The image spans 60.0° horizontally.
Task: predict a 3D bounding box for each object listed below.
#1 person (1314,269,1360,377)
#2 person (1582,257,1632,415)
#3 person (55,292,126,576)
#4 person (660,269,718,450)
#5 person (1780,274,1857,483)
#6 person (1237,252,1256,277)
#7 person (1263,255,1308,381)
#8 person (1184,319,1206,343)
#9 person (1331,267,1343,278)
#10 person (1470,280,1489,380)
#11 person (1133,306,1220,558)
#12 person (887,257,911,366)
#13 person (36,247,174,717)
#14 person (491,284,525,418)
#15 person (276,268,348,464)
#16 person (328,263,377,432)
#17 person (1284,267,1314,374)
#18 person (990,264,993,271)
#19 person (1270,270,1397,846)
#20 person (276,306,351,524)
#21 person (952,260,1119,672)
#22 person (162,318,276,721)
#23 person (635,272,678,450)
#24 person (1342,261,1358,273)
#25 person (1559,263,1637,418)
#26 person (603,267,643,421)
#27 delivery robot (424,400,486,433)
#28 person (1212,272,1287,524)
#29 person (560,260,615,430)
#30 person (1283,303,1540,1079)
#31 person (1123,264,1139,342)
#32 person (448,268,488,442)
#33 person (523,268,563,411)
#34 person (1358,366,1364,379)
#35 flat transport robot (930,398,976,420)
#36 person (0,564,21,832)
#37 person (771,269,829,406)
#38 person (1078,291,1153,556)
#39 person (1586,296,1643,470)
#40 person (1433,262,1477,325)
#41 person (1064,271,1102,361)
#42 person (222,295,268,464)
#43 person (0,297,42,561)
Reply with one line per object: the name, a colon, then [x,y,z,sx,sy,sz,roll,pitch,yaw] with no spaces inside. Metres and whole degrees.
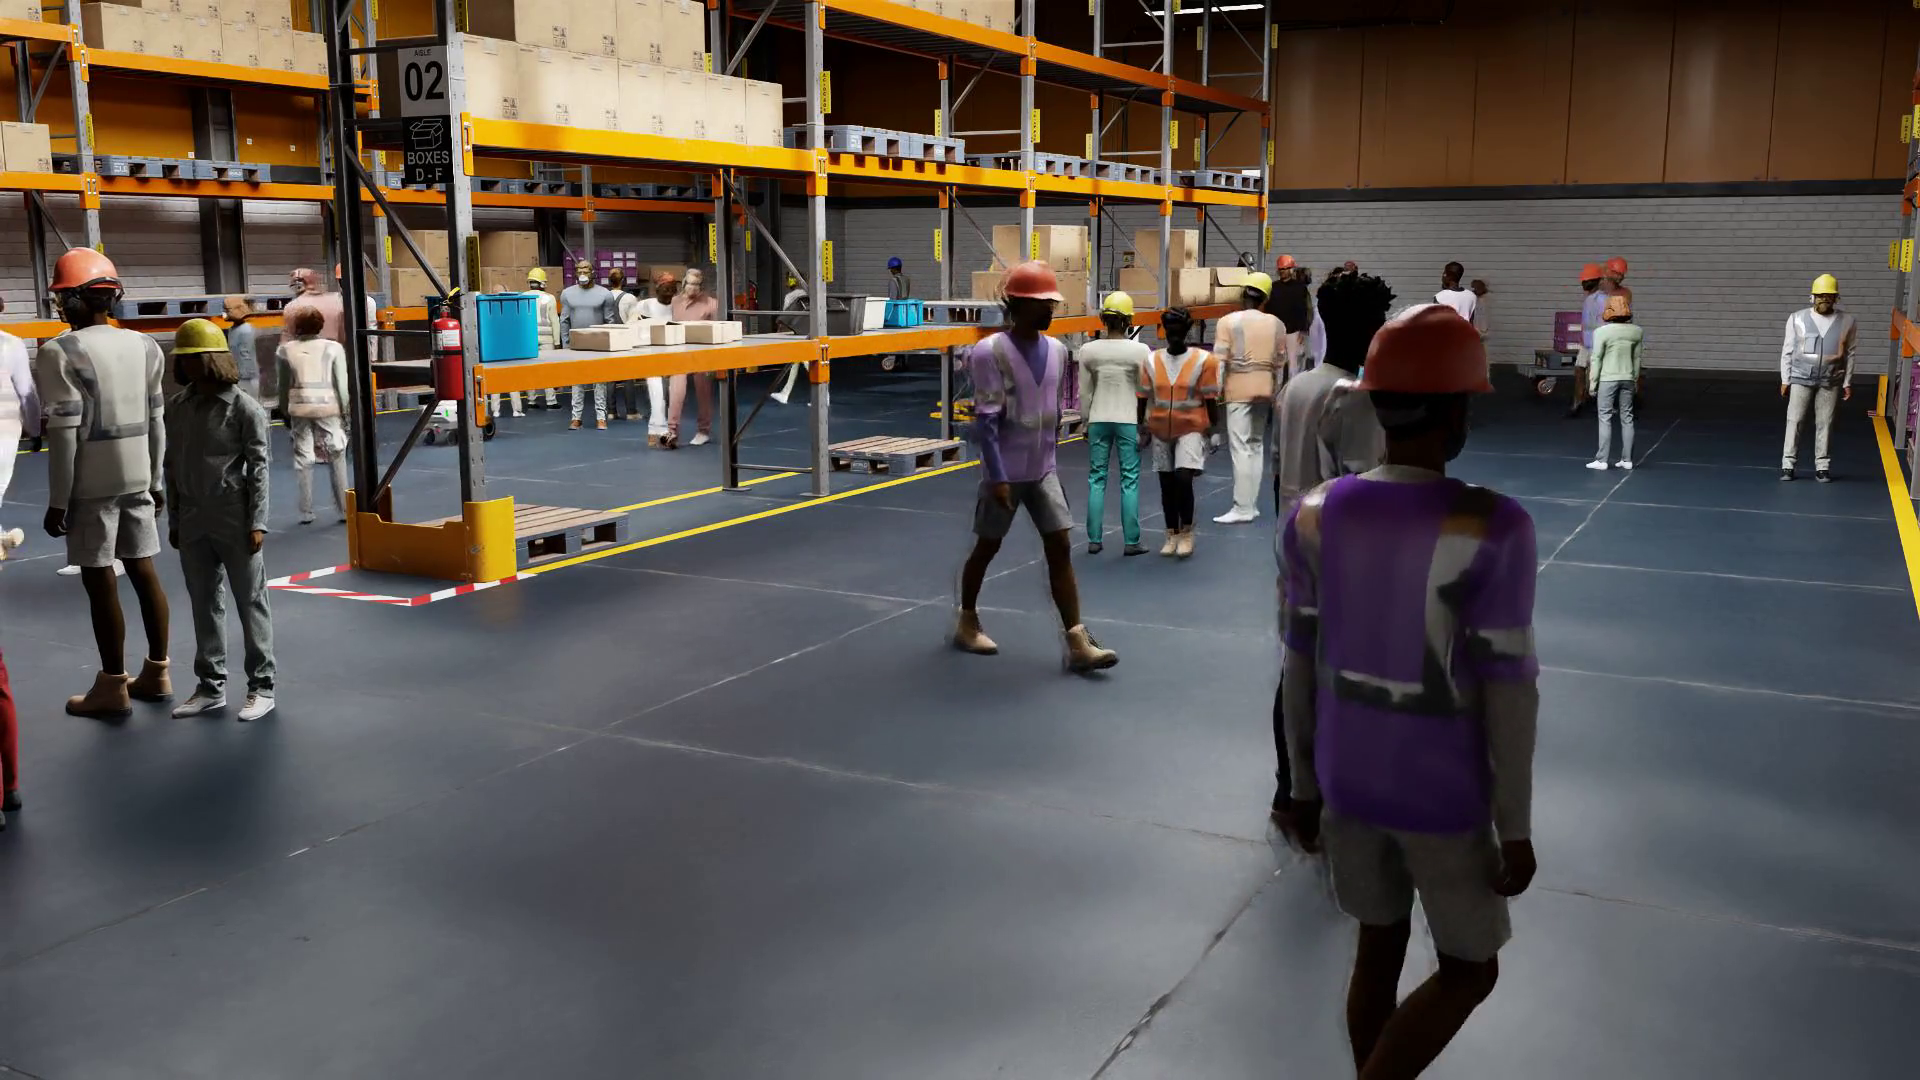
person: [3.323,-1.435,14.668,1.050,1.891,0.637,-2,10,-11]
person: [8.112,-2.573,20.967,0.630,1.972,0.661,-1,10,-8]
person: [-5.440,-0.685,10.365,0.531,1.860,0.318,4,11,23]
person: [-2.790,-1.859,17.193,0.663,1.845,1.011,2,10,12]
person: [7.572,-1.421,14.699,0.588,1.835,0.403,4,10,20]
person: [4.620,-3.627,26.874,0.536,2.000,0.682,9,13,43]
person: [4.378,-2.845,22.479,0.612,1.995,0.382,5,11,28]
person: [3.742,-3.586,27.087,0.584,1.883,0.337,-4,10,-20]
person: [5.651,-3.208,25.115,0.503,1.824,0.993,-3,10,-17]
person: [7.853,-3.168,25.471,0.663,1.612,0.520,1,10,7]
person: [1.420,-0.697,10.942,0.571,1.667,0.454,5,11,25]
person: [-1.116,-4.096,29.883,0.401,1.939,0.604,5,11,26]
person: [-3.760,-0.247,7.296,0.373,2.043,0.615,3,10,19]
person: [-5.606,-2.306,20.386,0.515,1.639,0.314,0,10,-1]
person: [-6.203,-1.663,15.978,0.426,1.878,0.681,5,11,28]
person: [-6.359,-1.935,17.374,0.542,1.939,0.368,-3,10,-19]
person: [5.109,-3.269,25.460,0.625,1.819,0.628,4,10,20]
person: [0.502,-2.566,21.096,0.587,1.919,0.404,8,13,39]
person: [1.284,0.062,5.738,0.374,1.963,0.608,-3,10,-16]
person: [-4.811,-0.927,12.414,0.538,1.634,0.345,-1,10,-3]
person: [0.316,-0.357,8.124,0.613,1.990,1.072,-7,12,-35]
person: [-3.226,-0.081,7.207,0.487,1.744,0.297,2,10,12]
person: [-3.101,-1.843,17.190,0.653,1.813,1.012,-6,11,-30]
person: [5.504,-2.990,23.600,0.645,1.900,0.398,9,13,42]
person: [7.798,-2.407,20.228,0.798,1.905,0.566,0,10,0]
person: [-4.102,-2.356,20.079,0.506,1.847,0.345,2,10,12]
delivery robot: [-5.372,-1.348,17.706,0.477,0.478,0.707,4,10,21]
person: [2.150,-1.073,12.577,0.715,1.878,0.501,-5,11,-25]
person: [-4.262,-2.225,19.052,0.627,1.941,0.370,0,10,-3]
person: [0.871,0.492,3.364,0.629,1.925,0.558,-8,13,-40]
person: [2.653,-3.388,26.062,0.429,1.846,0.625,-1,10,-4]
person: [-5.296,-2.025,17.897,0.353,1.936,0.635,0,10,-1]
person: [-5.376,-2.558,21.290,0.600,1.829,0.404,2,10,13]
person: [3.680,-1.540,15.792,0.529,1.694,0.321,3,10,19]
flat transport robot: [0.323,-1.623,20.390,0.652,0.197,1.431,7,12,36]
person: [-3.520,0.159,5.761,0.329,1.765,0.526,-2,10,-12]
person: [-2.152,-2.680,22.088,1.011,1.806,0.541,6,11,30]
person: [1.046,-0.772,11.139,0.525,1.769,0.309,4,11,23]
person: [6.137,-1.468,15.589,0.498,1.626,0.289,-2,10,-11]
person: [5.532,-2.157,18.711,0.590,1.922,0.392,-6,11,-29]
person: [1.894,-3.304,25.691,0.604,1.809,0.584,-1,10,-4]
person: [-6.912,-1.511,15.832,0.584,1.609,0.528,-9,13,-41]
person: [-6.148,-0.687,10.561,0.643,1.796,0.921,0,10,-2]
